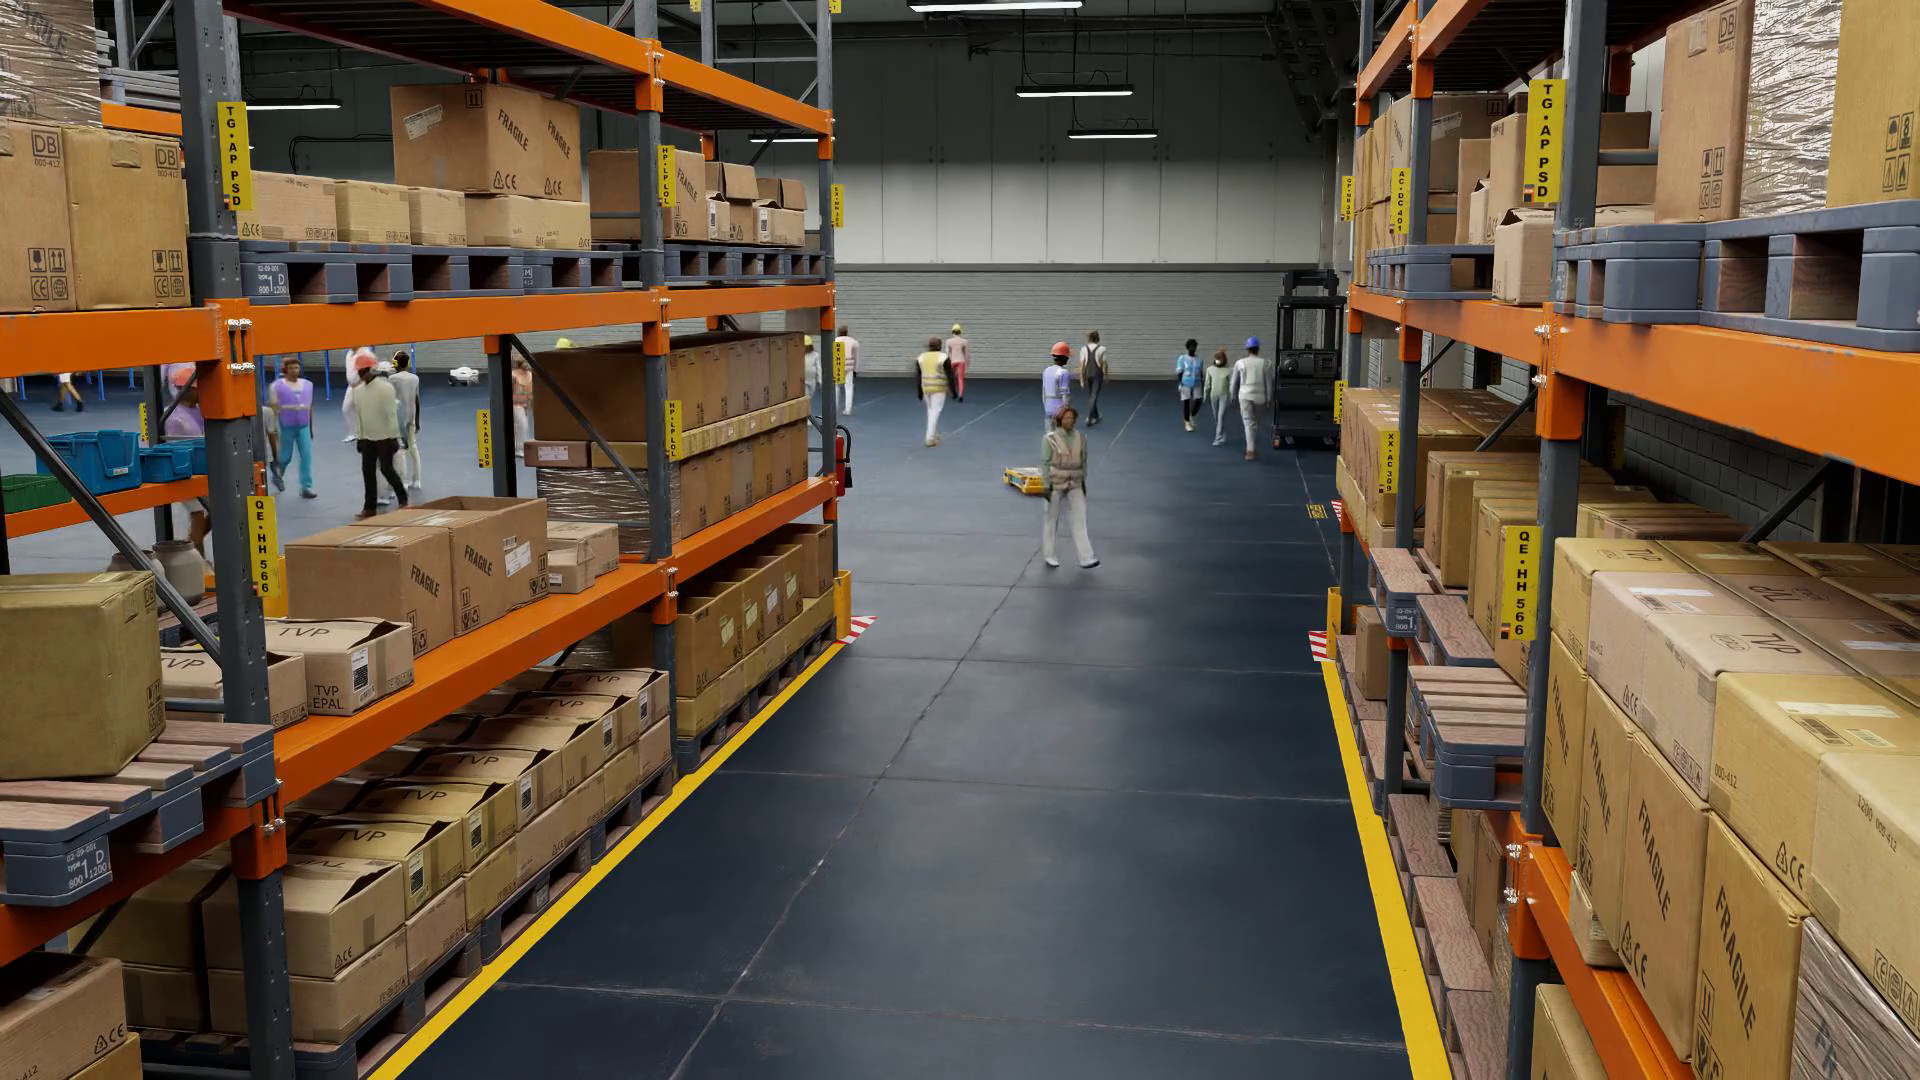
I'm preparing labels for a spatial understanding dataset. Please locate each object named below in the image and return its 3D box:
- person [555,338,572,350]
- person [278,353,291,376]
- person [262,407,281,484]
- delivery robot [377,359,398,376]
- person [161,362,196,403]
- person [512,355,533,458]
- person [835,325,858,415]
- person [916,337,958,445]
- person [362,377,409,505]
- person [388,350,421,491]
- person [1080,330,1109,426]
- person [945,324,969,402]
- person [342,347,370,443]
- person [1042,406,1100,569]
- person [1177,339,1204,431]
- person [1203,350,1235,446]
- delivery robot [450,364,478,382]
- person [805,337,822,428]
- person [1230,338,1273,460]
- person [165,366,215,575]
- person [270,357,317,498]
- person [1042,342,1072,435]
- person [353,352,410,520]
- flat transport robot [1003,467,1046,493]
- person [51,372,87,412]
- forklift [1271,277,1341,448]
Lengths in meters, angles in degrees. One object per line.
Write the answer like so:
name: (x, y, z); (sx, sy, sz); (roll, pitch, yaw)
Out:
person: (-6.798, -2.607, 28.755); (0.402, 1.759, 0.537); (-4, 10, -24)
person: (-18.858, -5.530, 46.270); (0.588, 1.928, 0.384); (-6, 11, -34)
person: (-7.431, -0.795, 17.411); (0.538, 1.827, 0.967); (-6, 11, -35)
delivery robot: (-15.469, -4.625, 44.752); (0.707, 0.478, 0.477); (6, 11, 32)
person: (-13.797, -2.747, 29.307); (0.981, 1.854, 0.657); (6, 11, 31)
person: (-6.749, -2.073, 25.916); (0.762, 1.604, 0.539); (5, 11, 30)
person: (-2.423, -3.475, 33.960); (0.656, 1.804, 0.920); (-4, 10, -22)
person: (-0.358, -2.518, 28.105); (0.641, 1.796, 0.937); (5, 11, 30)
person: (-7.233, -1.251, 20.923); (0.544, 1.589, 0.877); (1, 9, 6)
person: (-7.459, -1.605, 22.285); (0.323, 1.865, 0.517); (6, 11, 33)
person: (2.531, -3.082, 31.590); (0.510, 1.806, 0.966); (4, 10, 25)
person: (-0.060, -3.976, 37.308); (0.538, 1.731, 0.885); (-1, 9, -4)
person: (-10.189, -2.556, 28.077); (0.673, 1.874, 0.635); (7, 11, 36)
person: (1.064, -0.500, 16.248); (0.540, 1.601, 0.830); (-4, 10, -21)
person: (4.210, -2.823, 30.318); (0.541, 1.682, 0.364); (-2, 9, -12)
person: (4.391, -2.408, 28.059); (0.529, 1.595, 0.816); (4, 10, 26)
delivery robot: (-12.586, -4.216, 42.220); (0.707, 0.478, 0.477); (5, 10, 27)
person: (-2.807, -2.928, 30.962); (0.496, 1.689, 0.931); (-4, 10, -25)
person: (4.537, -2.197, 25.889); (0.627, 1.888, 1.034); (0, 9, 1)
person: (-7.200, -0.616, 15.648); (0.604, 2.033, 0.614); (2, 10, 15)
person: (-8.698, -1.478, 21.637); (0.790, 1.820, 0.576); (8, 12, 42)
person: (1.370, -1.770, 23.051); (0.379, 1.937, 0.547); (-6, 11, -31)
person: (-6.860, -1.227, 19.592); (0.662, 1.975, 0.611); (5, 10, 26)
flat transport robot: (1.049, -0.827, 22.490); (0.652, 0.197, 1.431); (-2, 9, -10)
person: (-18.568, -3.615, 34.557); (0.949, 1.901, 0.553); (3, 10, 16)
forklift: (5.847, -3.016, 27.970); (1.129, 2.768, 1.873); (1, 9, 9)
